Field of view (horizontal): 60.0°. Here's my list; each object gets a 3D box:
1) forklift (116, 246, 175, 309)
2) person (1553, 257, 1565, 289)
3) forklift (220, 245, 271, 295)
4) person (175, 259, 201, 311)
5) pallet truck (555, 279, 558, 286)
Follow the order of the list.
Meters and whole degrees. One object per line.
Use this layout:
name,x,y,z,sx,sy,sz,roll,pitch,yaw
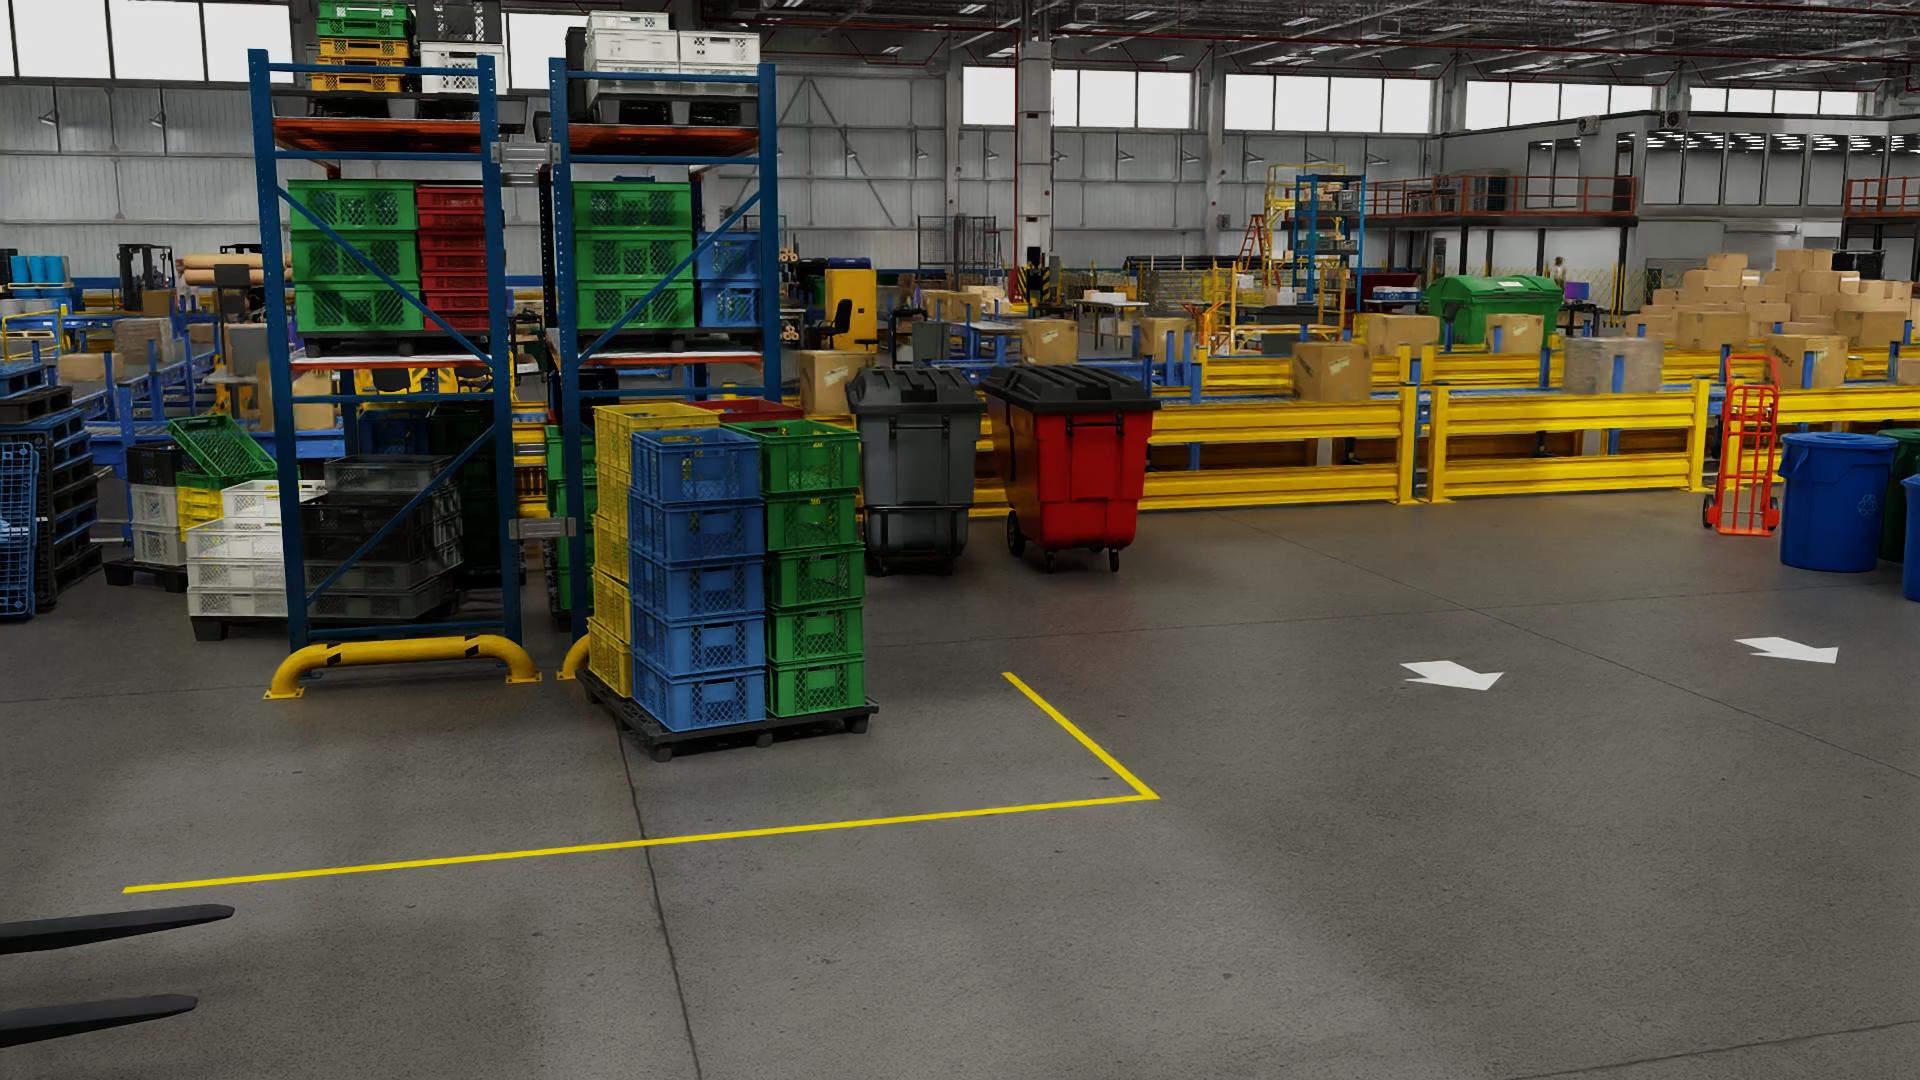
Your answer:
forklift,-19.966,-6.232,40.894,1.157,1.987,2.680,-3,10,-15
person,17.467,-7.385,48.748,0.598,1.823,0.519,9,13,40
forklift,-17.749,-6.334,41.440,1.157,1.987,2.680,-3,10,-17
person,-15.622,-4.747,33.697,0.858,1.878,0.545,8,13,39
pallet truck,-10.604,-6.375,44.520,0.653,1.274,1.630,-3,10,-15
